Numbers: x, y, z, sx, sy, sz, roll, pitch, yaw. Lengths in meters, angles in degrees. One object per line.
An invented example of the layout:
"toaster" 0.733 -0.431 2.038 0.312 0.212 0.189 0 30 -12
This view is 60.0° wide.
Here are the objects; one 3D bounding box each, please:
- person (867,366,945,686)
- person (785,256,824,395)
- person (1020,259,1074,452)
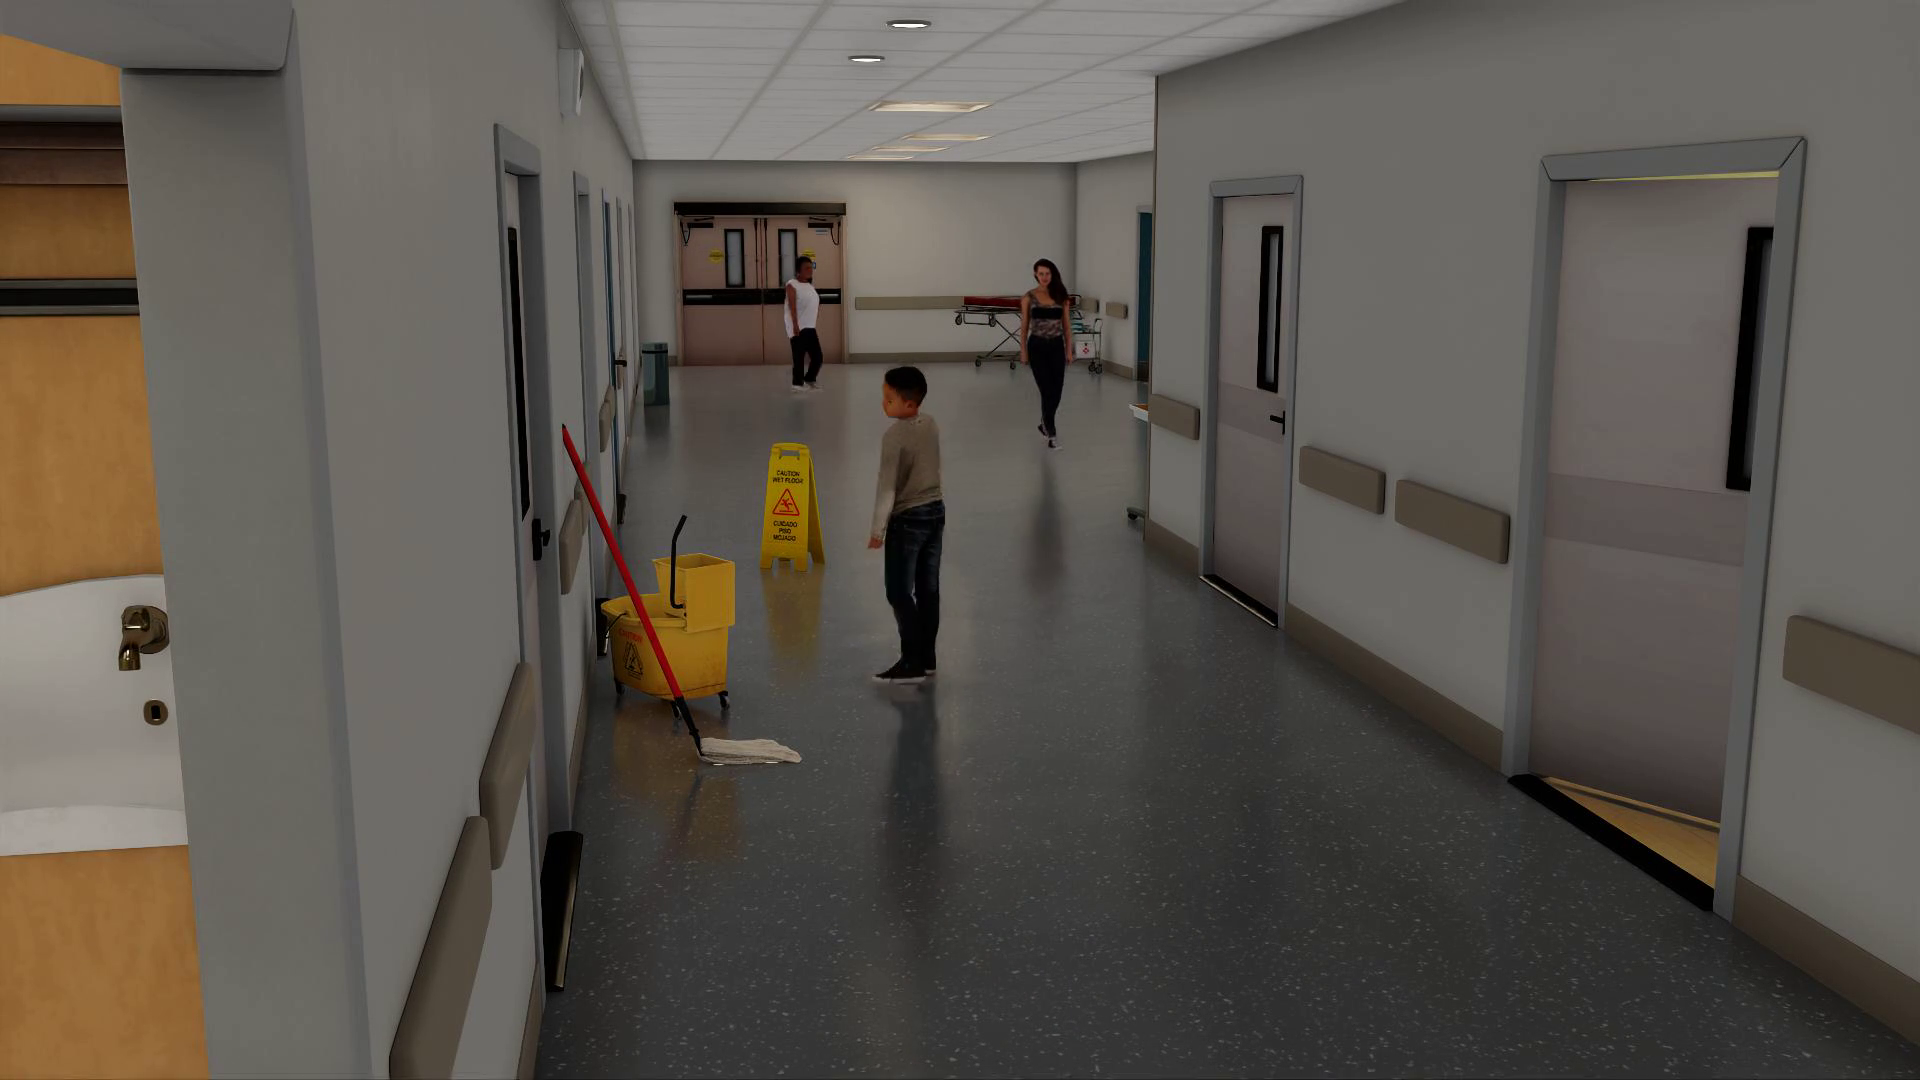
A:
"person" -0.193 -0.078 7.608 0.718 1.446 0.764 -8 13 -36
"person" -1.990 -2.658 20.591 0.836 1.674 0.762 6 12 29
"person" 0.782 -1.677 15.296 0.647 1.721 0.925 -2 11 -11
